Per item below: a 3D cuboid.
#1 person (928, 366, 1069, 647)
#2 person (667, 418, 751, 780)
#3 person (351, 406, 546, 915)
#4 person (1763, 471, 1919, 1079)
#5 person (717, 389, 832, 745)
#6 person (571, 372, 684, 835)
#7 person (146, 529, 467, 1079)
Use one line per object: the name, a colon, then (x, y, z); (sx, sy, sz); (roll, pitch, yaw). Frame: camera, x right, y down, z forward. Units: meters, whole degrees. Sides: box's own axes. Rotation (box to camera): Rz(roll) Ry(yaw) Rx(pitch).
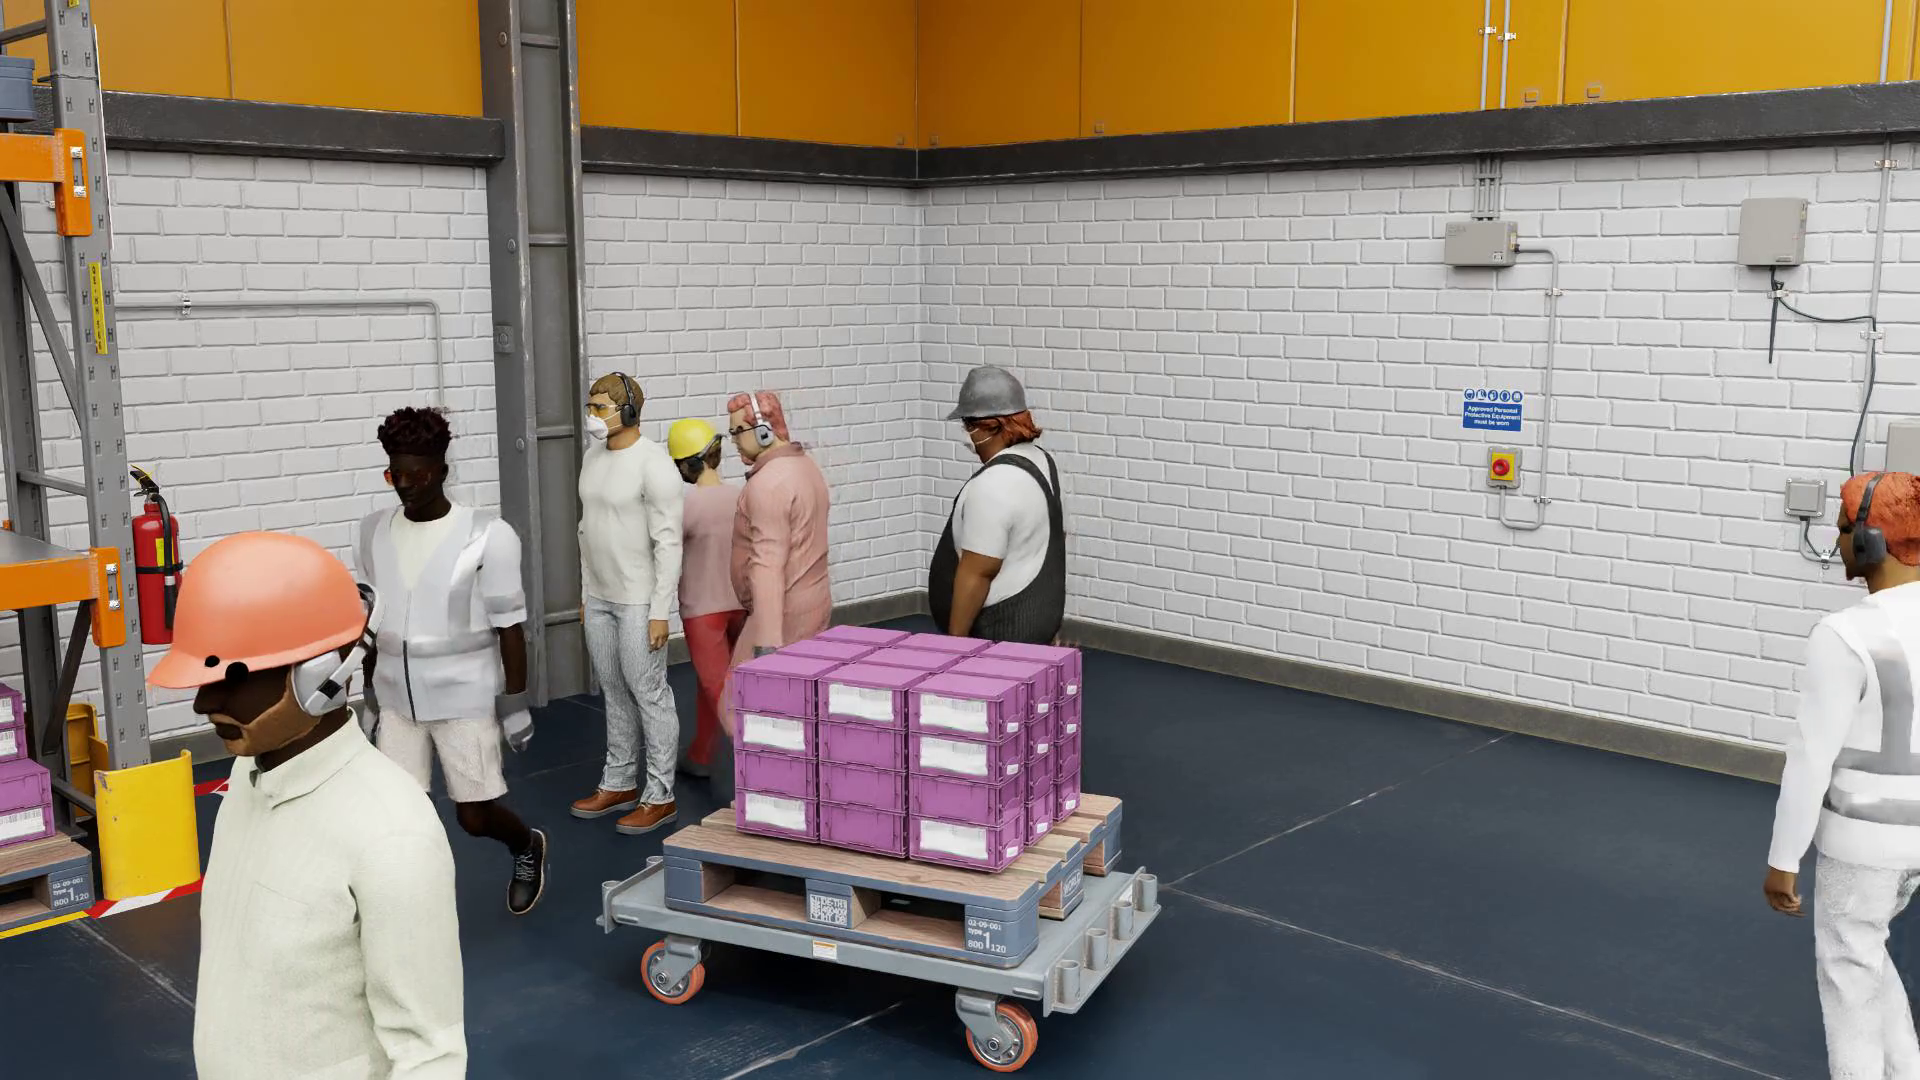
person: (0.077, 0.283, 6.576); (1.004, 2.000, 0.684); (3, 10, 20)
person: (-1.077, 0.318, 7.361); (0.858, 1.714, 0.523); (6, 11, 34)
person: (-1.704, 0.499, 5.587); (0.602, 1.937, 0.767); (2, 9, 13)
person: (2.300, 0.749, 4.223); (0.593, 1.870, 0.414); (-4, 10, -24)
person: (-0.743, 0.331, 6.767); (0.510, 1.876, 0.693); (2, 9, 12)
person: (-1.409, 0.262, 7.020); (0.627, 1.940, 0.372); (9, 13, 43)
person: (-0.986, 0.962, 2.567); (0.610, 1.990, 0.389); (9, 13, 43)
